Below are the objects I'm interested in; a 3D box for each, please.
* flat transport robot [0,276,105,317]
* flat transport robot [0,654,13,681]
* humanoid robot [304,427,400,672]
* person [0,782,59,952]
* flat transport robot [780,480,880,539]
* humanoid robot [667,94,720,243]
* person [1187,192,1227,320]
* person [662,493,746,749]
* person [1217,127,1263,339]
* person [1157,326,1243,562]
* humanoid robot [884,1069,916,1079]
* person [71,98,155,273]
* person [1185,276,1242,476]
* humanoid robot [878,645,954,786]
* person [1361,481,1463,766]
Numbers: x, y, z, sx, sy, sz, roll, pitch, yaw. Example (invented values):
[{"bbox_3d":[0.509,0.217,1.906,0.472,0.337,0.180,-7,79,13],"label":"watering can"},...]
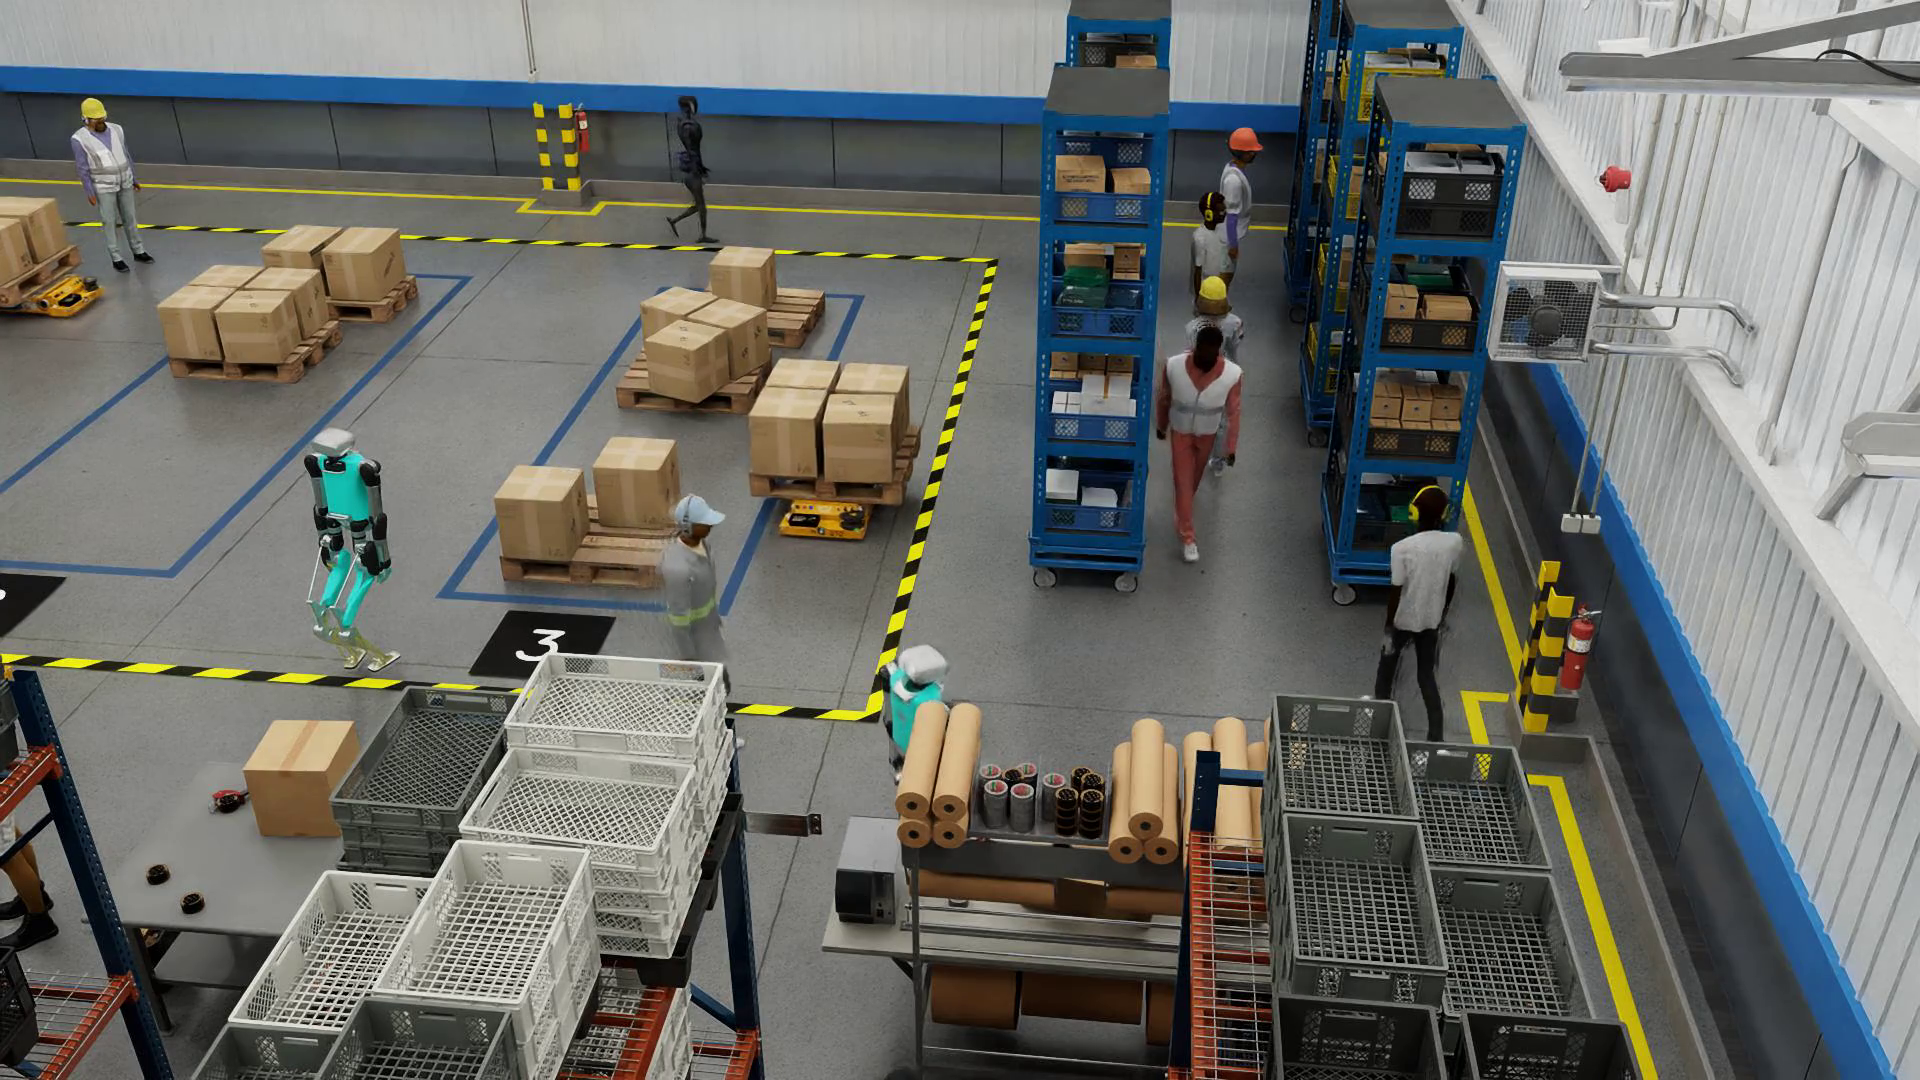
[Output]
[{"bbox_3d":[-9.606,-2.525,16.983,1.431,0.197,0.652,3,30,6],"label":"flat transport robot"},{"bbox_3d":[-7.142,0.969,11.010,1.431,0.231,0.659,3,30,6],"label":"flat transport robot"},{"bbox_3d":[-4.055,0.150,10.823,0.533,1.677,0.735,9,31,16],"label":"humanoid robot"},{"bbox_3d":[-5.170,1.322,8.745,0.354,1.936,0.550,-15,33,-24],"label":"person"},{"bbox_3d":[-0.985,-0.457,13.431,0.652,0.197,1.431,4,30,6],"label":"flat transport robot"},{"bbox_3d":[-2.987,-4.075,18.276,0.522,1.640,0.589,-2,30,-3],"label":"humanoid robot"},{"bbox_3d":[2.200,-2.197,14.851,0.328,1.876,0.512,11,32,18],"label":"person"},{"bbox_3d":[-1.570,0.538,10.181,0.411,1.841,0.610,4,30,6],"label":"person"},{"bbox_3d":[2.640,-2.952,15.982,0.378,2.045,0.604,5,31,9],"label":"person"},{"bbox_3d":[1.786,-0.805,12.500,0.594,1.826,1.079,1,30,2],"label":"person"},{"bbox_3d":[-0.221,2.681,6.686,0.610,1.640,0.400,0,30,0],"label":"humanoid robot"},{"bbox_3d":[-8.959,-3.764,17.582,0.404,1.830,0.601,17,34,27],"label":"person"},{"bbox_3d":[2.004,-1.301,13.439,0.485,1.745,0.294,-11,32,-18],"label":"person"},{"bbox_3d":[-0.042,1.250,9.062,0.878,1.765,0.598,-22,37,-33],"label":"humanoid robot"},{"bbox_3d":[2.839,0.517,10.233,0.522,1.835,0.875,-7,31,-12],"label":"person"}]
